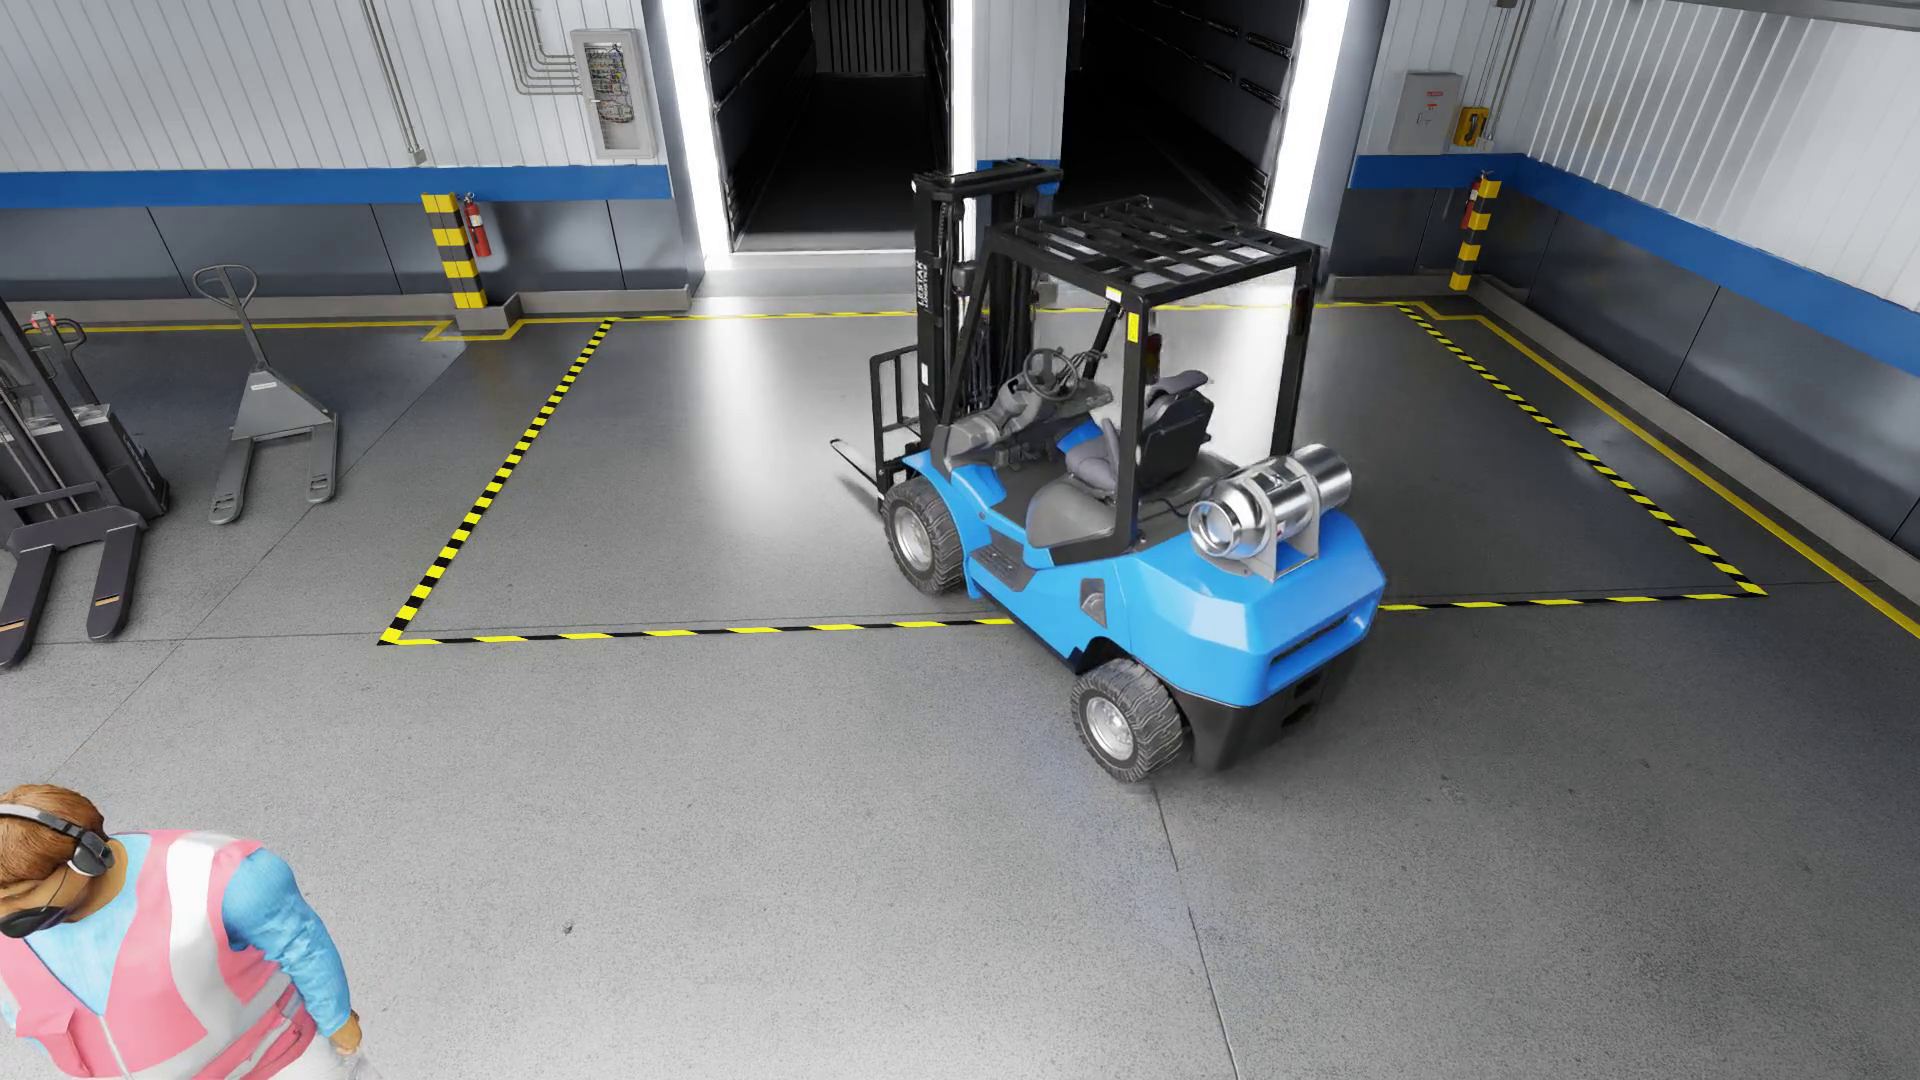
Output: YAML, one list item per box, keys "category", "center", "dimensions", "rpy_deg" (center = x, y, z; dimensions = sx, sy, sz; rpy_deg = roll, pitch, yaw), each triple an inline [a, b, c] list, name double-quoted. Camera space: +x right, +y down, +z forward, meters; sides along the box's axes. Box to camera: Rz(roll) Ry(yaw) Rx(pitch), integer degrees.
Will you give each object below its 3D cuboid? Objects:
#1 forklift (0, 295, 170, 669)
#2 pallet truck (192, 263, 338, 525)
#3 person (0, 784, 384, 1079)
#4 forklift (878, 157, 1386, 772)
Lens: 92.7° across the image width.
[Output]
- category: "forklift"
  center: [-5.212, -0.618, 4.878]
  dimensions: [0.823, 1.965, 1.885]
  rpy_deg: [-20, 39, -26]
- category: "pallet truck"
  center: [-4.778, -1.027, 6.128]
  dimensions: [0.680, 1.201, 1.601]
  rpy_deg: [-17, 38, -23]
- category: "person"
  center: [-1.867, 1.268, 2.304]
  dimensions: [0.633, 1.841, 0.429]
  rpy_deg: [-8, 36, -12]
- category: "forklift"
  center: [0.714, -0.522, 4.429]
  dimensions: [1.157, 2.036, 2.680]
  rpy_deg: [-22, 40, -28]
